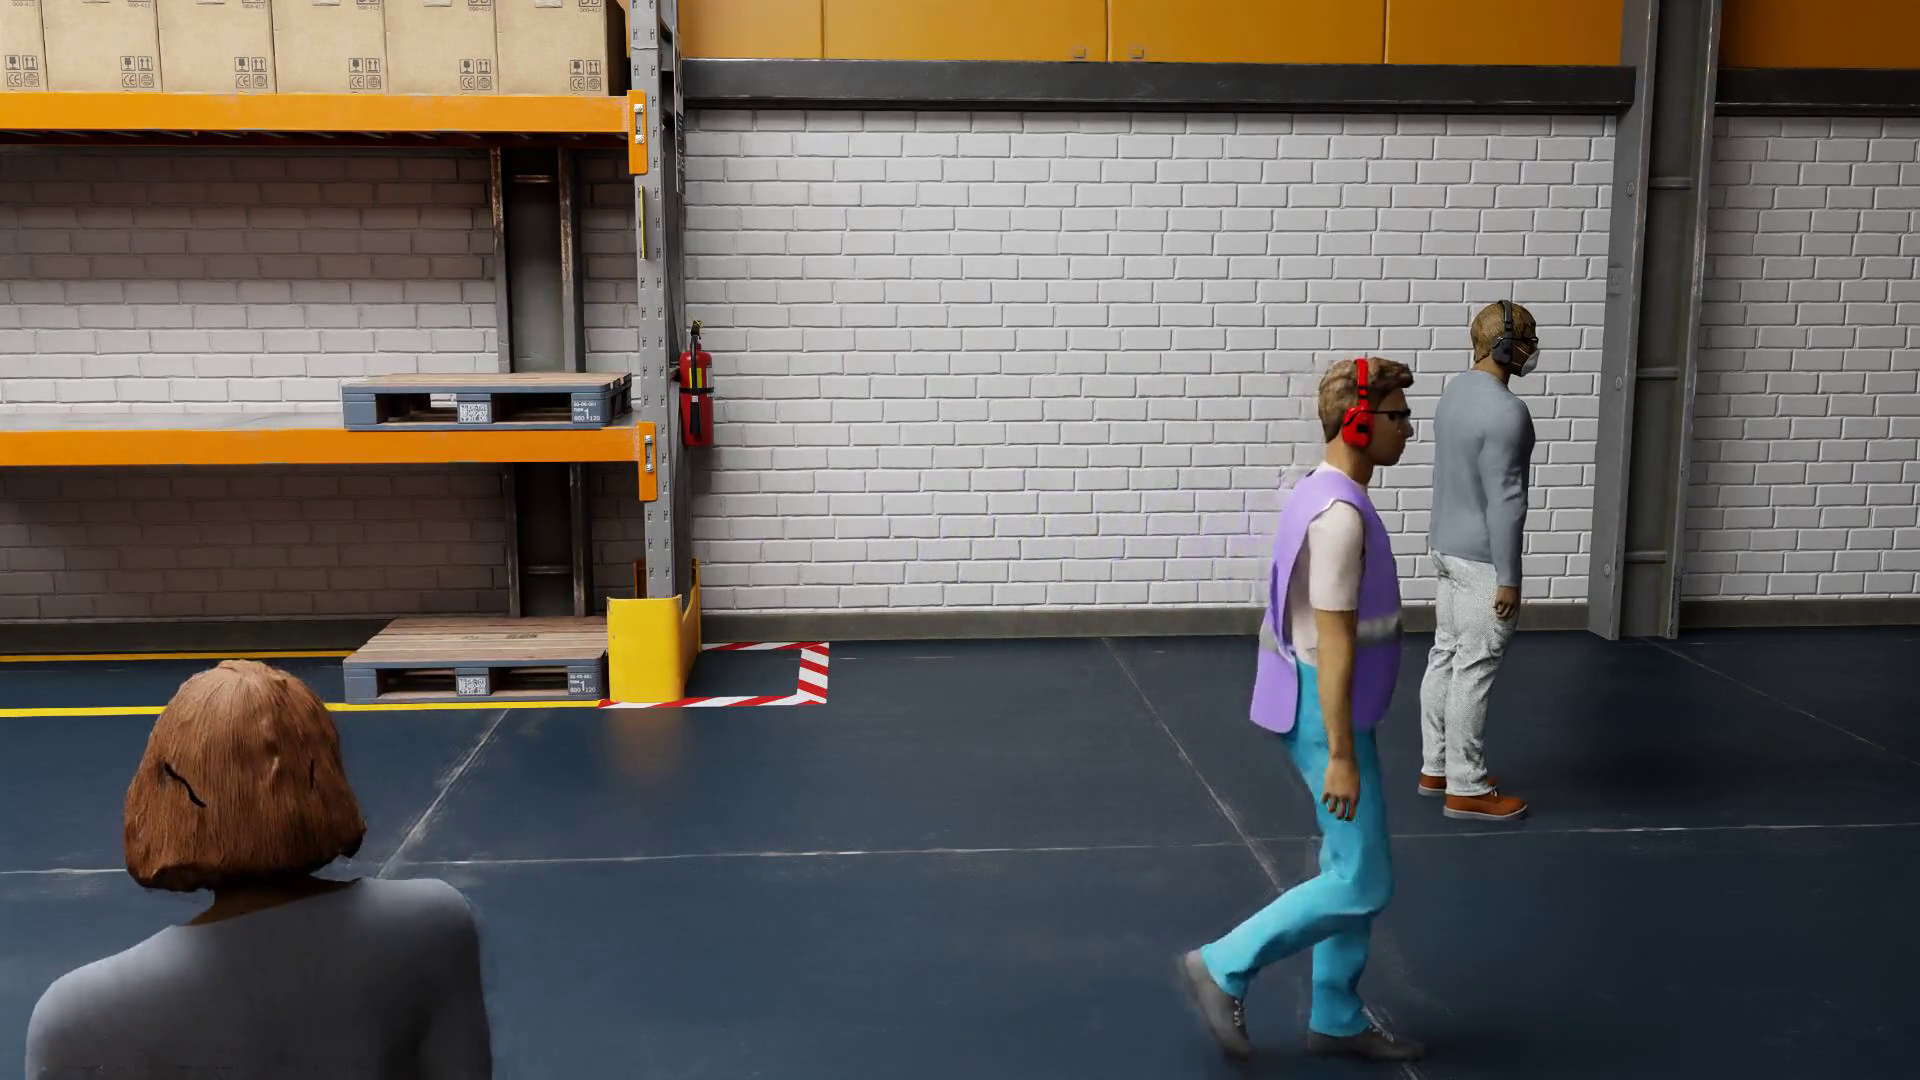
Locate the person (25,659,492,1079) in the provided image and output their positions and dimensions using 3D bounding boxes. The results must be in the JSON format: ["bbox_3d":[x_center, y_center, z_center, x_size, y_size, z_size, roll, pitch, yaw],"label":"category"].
[{"bbox_3d":[-0.828,0.920,1.970,0.842,1.580,0.519,9,12,43],"label":"person"}]

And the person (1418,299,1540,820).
[{"bbox_3d":[1.941,0.077,6.218,0.363,1.935,0.625,-1,9,-4],"label":"person"}]

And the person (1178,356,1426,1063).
[{"bbox_3d":[0.899,0.456,4.161,0.530,1.826,0.585,2,9,13],"label":"person"}]
